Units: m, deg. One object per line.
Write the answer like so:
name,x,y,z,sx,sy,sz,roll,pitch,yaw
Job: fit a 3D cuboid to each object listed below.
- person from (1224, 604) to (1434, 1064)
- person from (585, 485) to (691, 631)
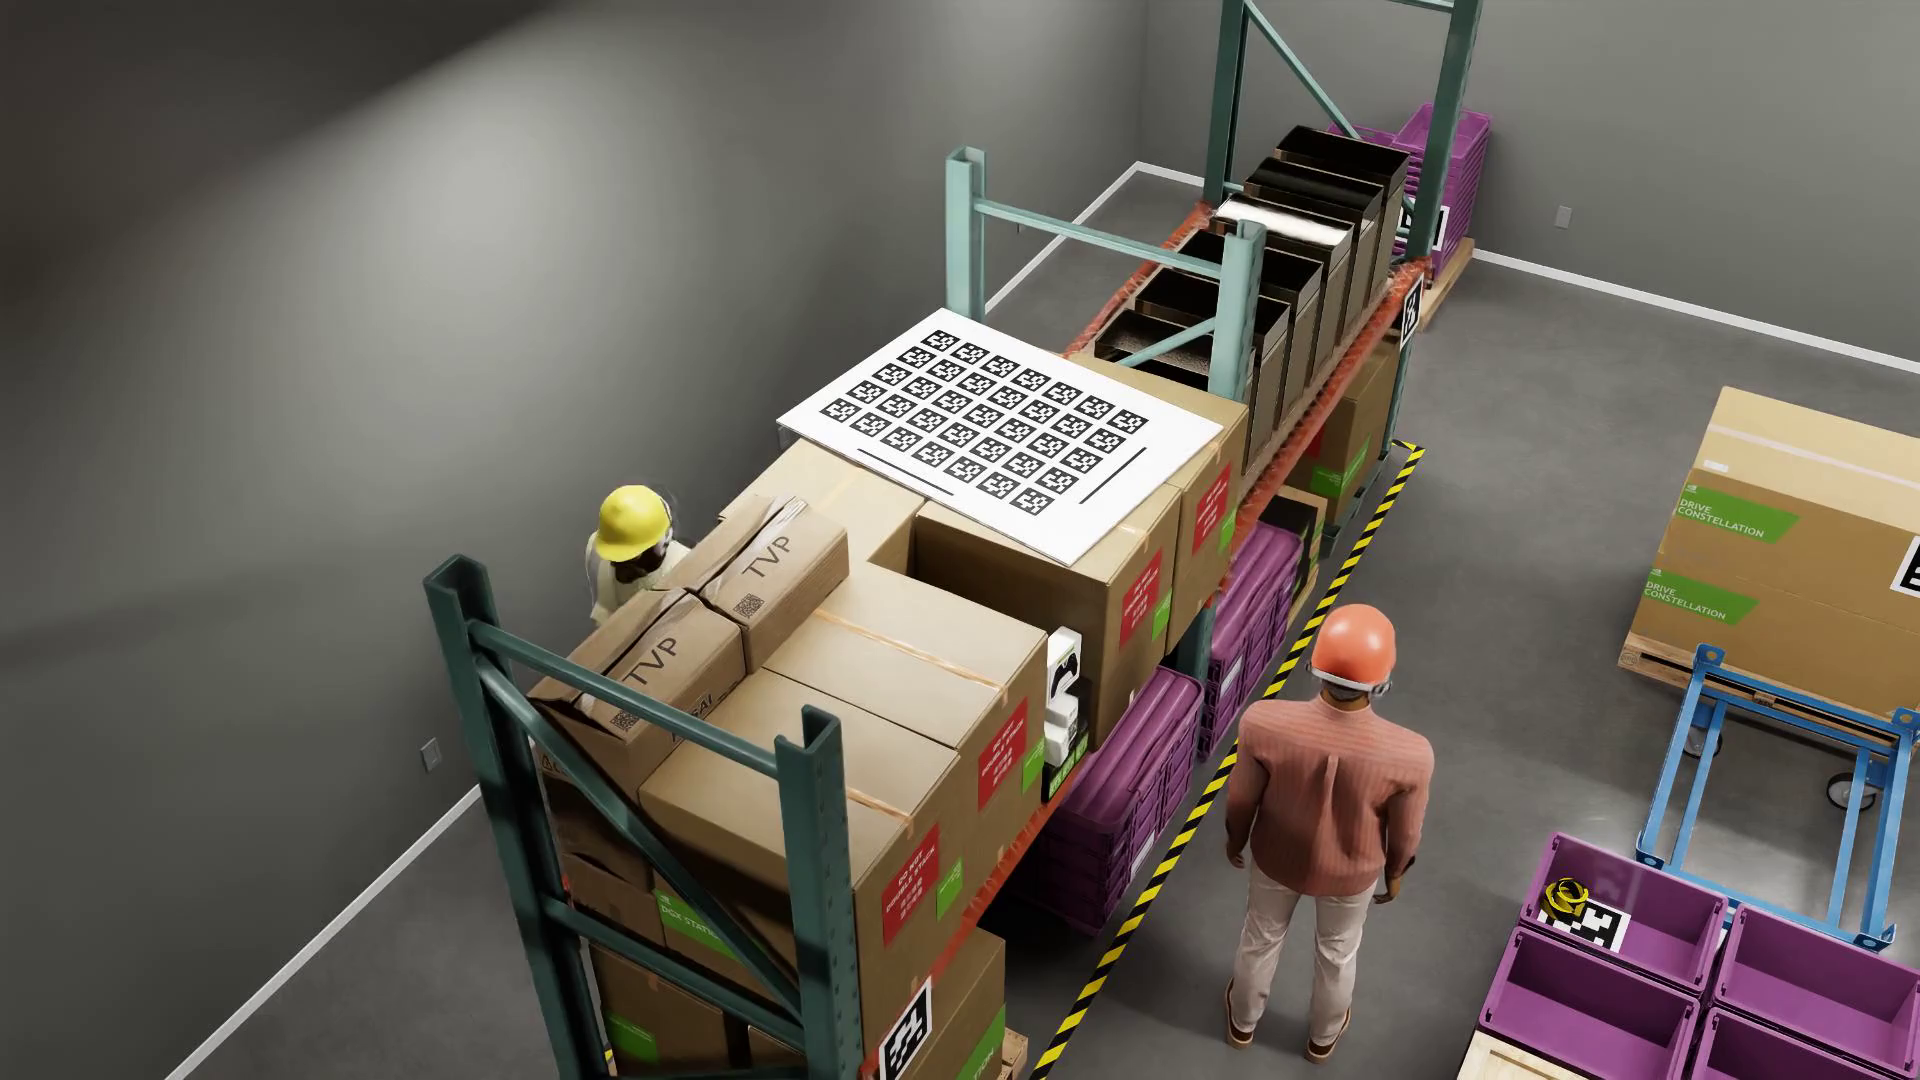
person,1.151,0.993,5.372,0.608,1.993,0.379,10,41,12
person,-1.120,0.551,6.047,0.612,1.788,0.932,18,43,21
